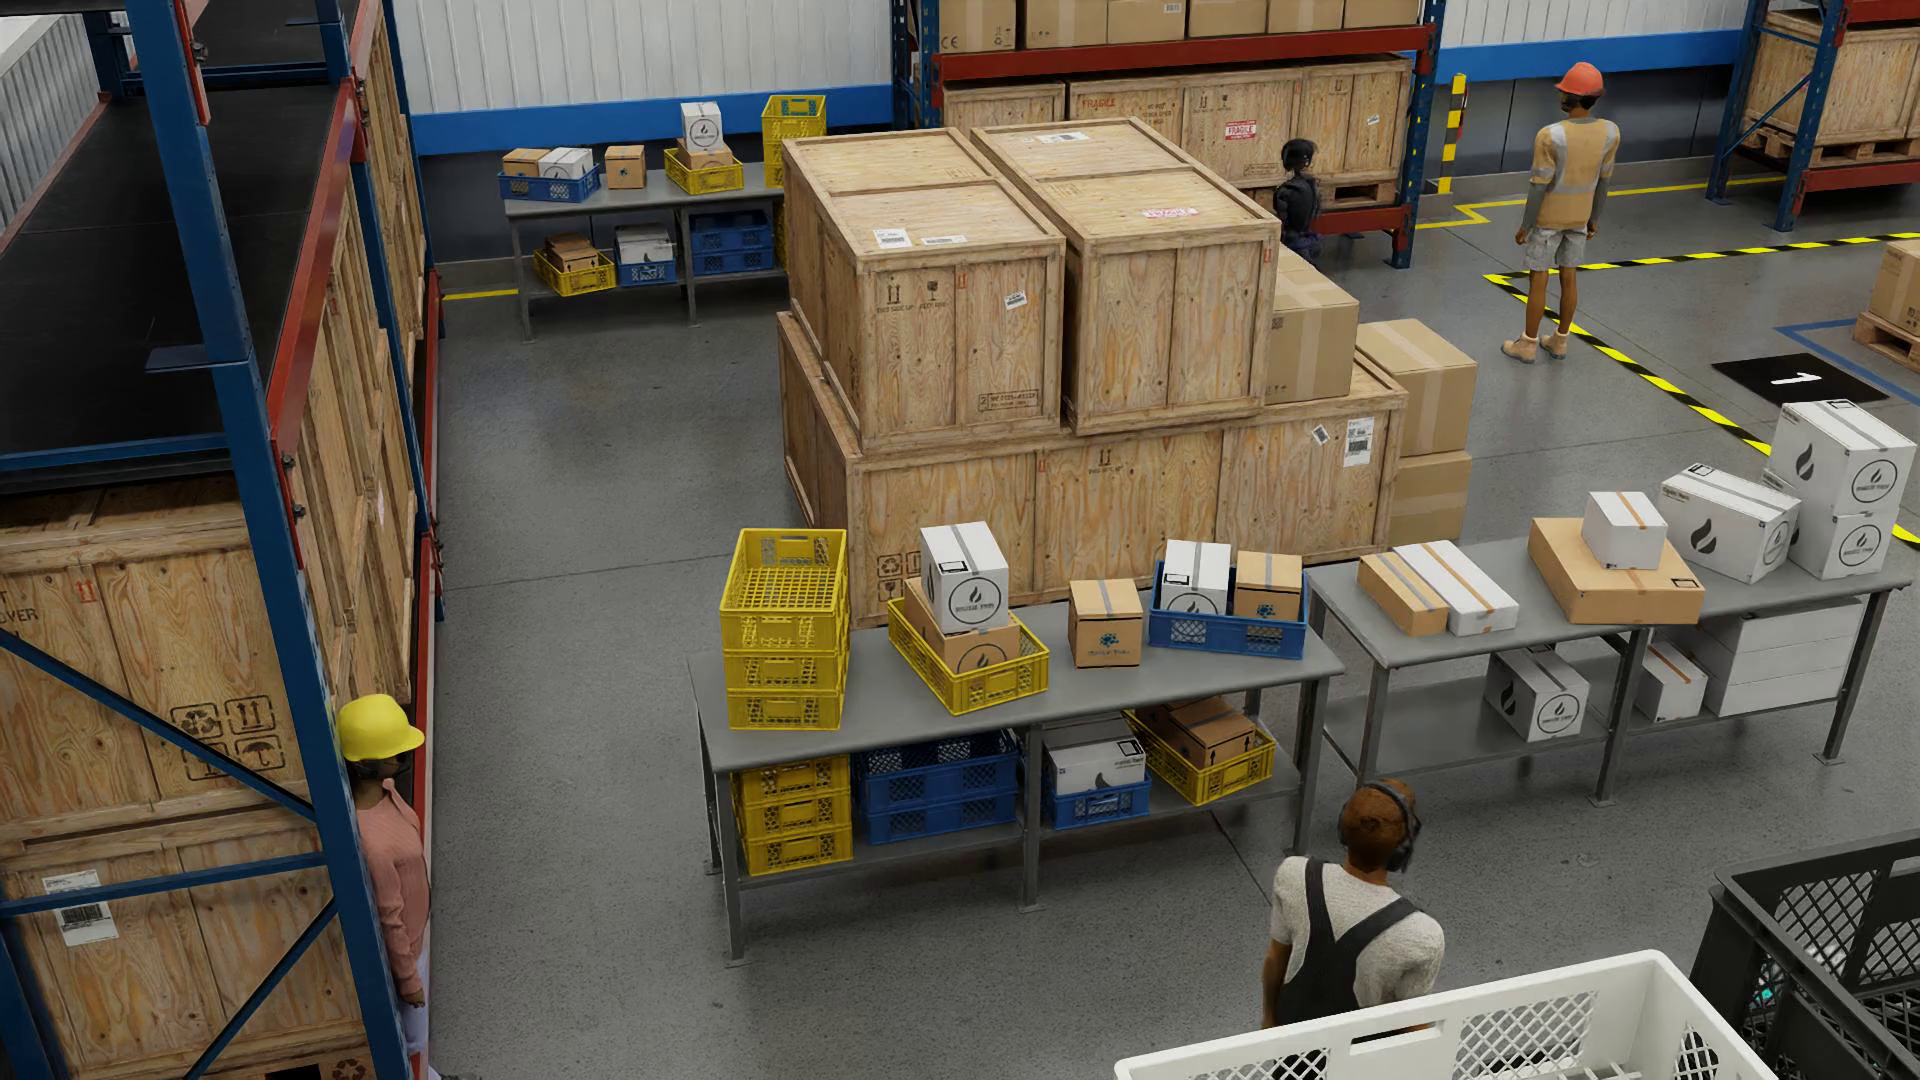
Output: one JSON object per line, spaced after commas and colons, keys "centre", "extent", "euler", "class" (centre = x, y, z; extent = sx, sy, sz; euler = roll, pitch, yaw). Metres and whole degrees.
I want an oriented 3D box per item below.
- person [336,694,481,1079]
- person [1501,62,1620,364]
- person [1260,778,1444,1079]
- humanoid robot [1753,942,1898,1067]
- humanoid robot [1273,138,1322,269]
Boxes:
{"centre": [-1.772, 1.250, 5.305], "extent": [0.337, 1.761, 0.522], "euler": [-10, 30, -17], "class": "person"}
{"centre": [4.055, -2.192, 11.258], "extent": [0.613, 2.042, 0.372], "euler": [-8, 30, -14], "class": "person"}
{"centre": [1.096, 1.470, 4.830], "extent": [0.506, 1.838, 0.338], "euler": [20, 35, 32], "class": "person"}
{"centre": [1.872, 1.847, 4.272], "extent": [0.811, 1.800, 0.544], "euler": [-15, 32, -25], "class": "humanoid robot"}
{"centre": [2.199, -1.850, 11.069], "extent": [0.797, 1.623, 0.584], "euler": [16, 33, 27], "class": "humanoid robot"}
